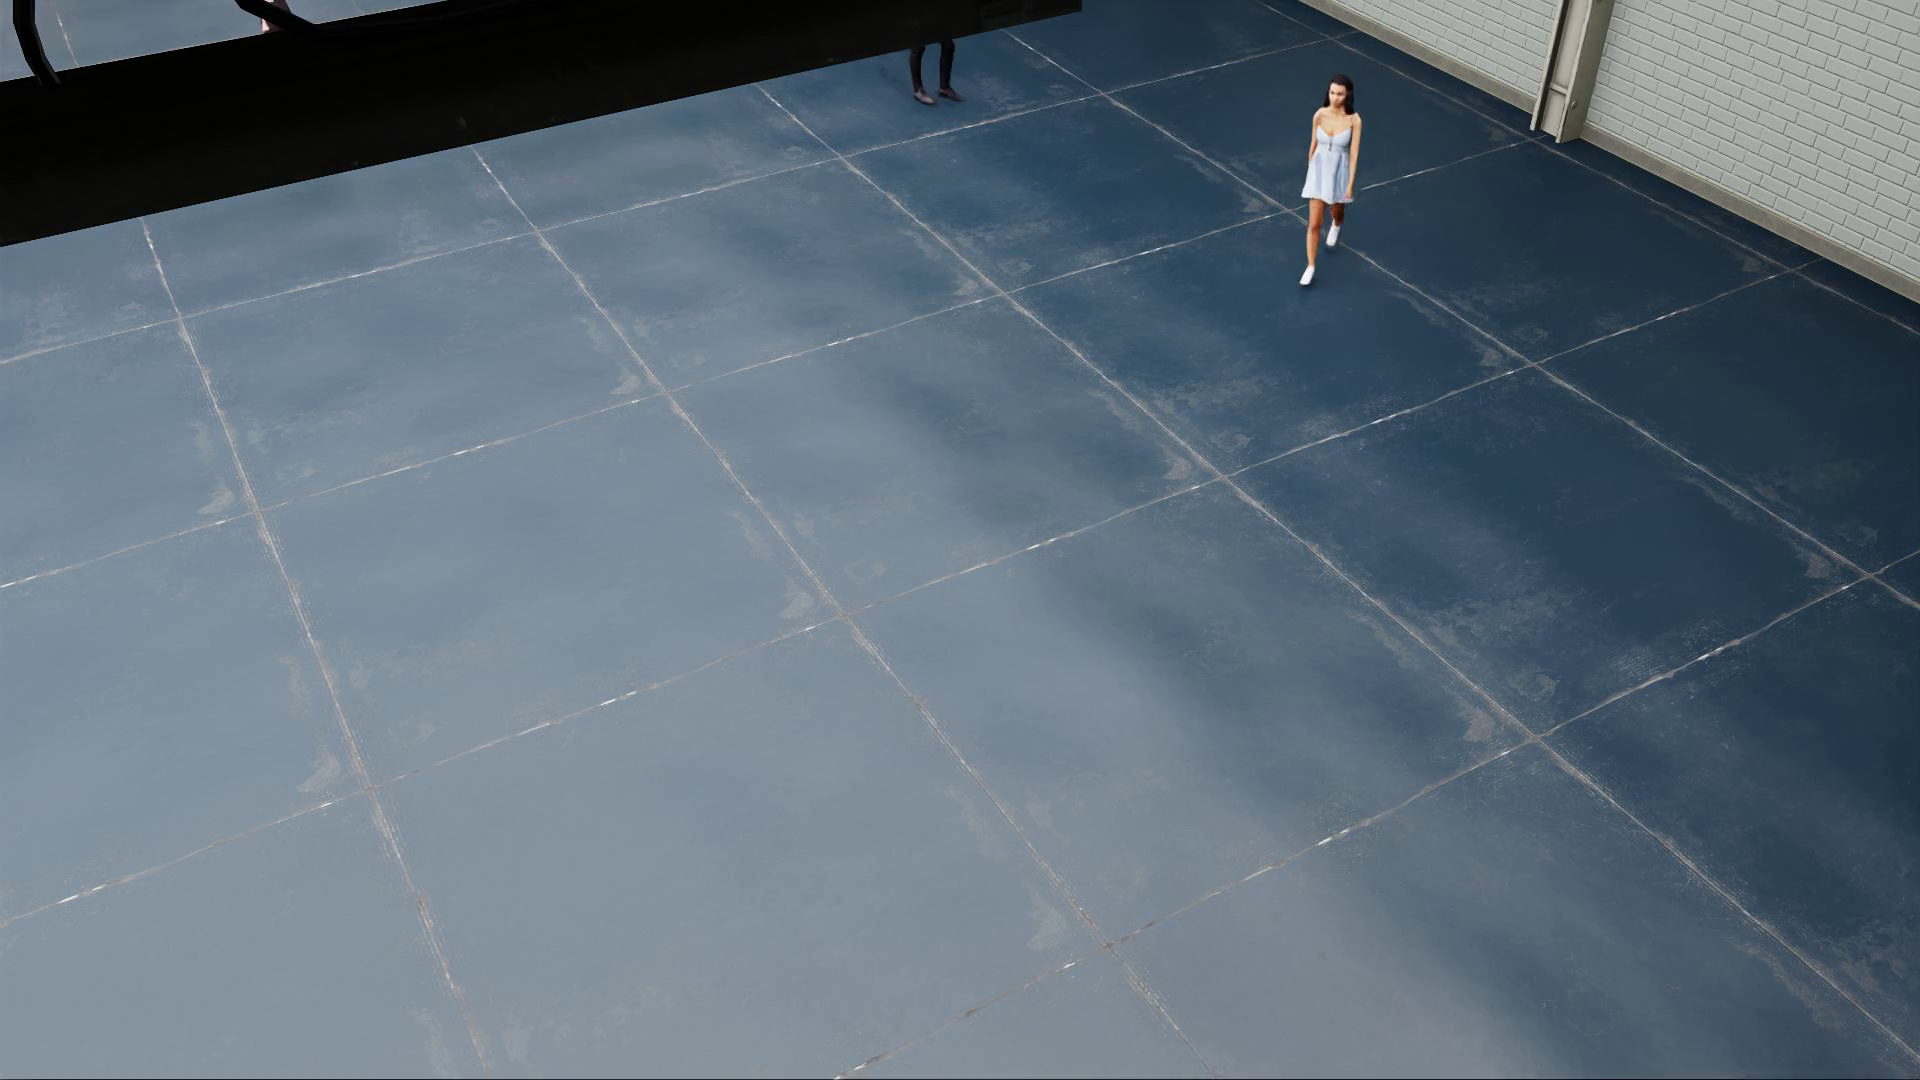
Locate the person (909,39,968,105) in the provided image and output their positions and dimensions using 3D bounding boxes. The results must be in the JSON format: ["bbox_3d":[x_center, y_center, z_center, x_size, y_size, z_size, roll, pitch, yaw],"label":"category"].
[{"bbox_3d":[-0.385,-5.251,16.345,0.834,1.910,0.868,-29,46,-31],"label":"person"}]

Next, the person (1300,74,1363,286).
[{"bbox_3d":[3.066,-3.005,13.637,1.082,1.709,1.069,14,40,17],"label":"person"}]
